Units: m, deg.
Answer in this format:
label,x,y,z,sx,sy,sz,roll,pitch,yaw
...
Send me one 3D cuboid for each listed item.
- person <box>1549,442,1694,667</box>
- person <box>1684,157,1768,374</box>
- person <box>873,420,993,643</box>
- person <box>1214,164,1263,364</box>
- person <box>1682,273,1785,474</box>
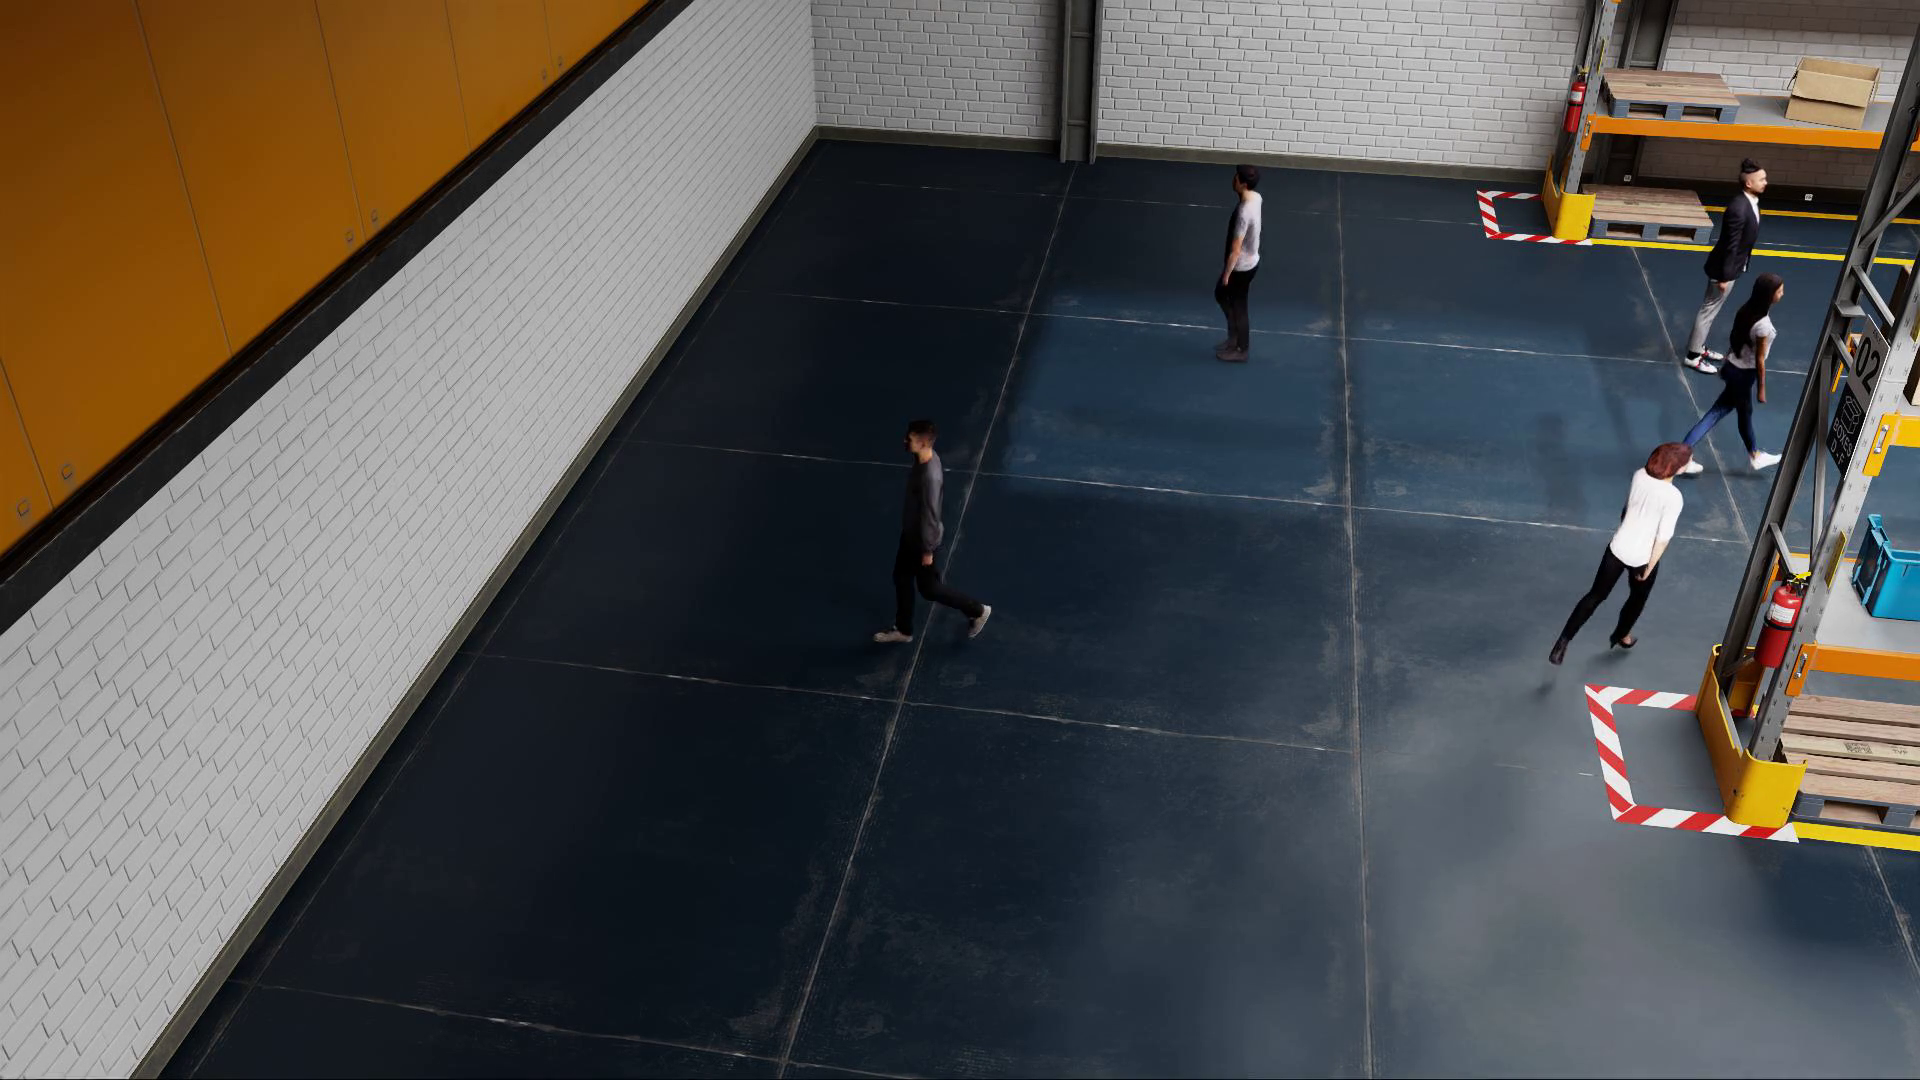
label,x,y,z,sx,sy,sz,roll,pitch,yaw
person,4.345,0.149,10.941,1.159,1.752,1.061,-21,39,-29
person,6.766,-2.451,14.677,0.755,1.948,0.785,21,39,28
person,-0.171,-0.013,11.199,1.138,1.737,0.864,-6,34,-8
person,2.570,-2.404,14.691,0.687,1.854,0.749,12,35,17
person,6.017,-1.251,13.074,1.102,1.723,0.624,5,34,8
